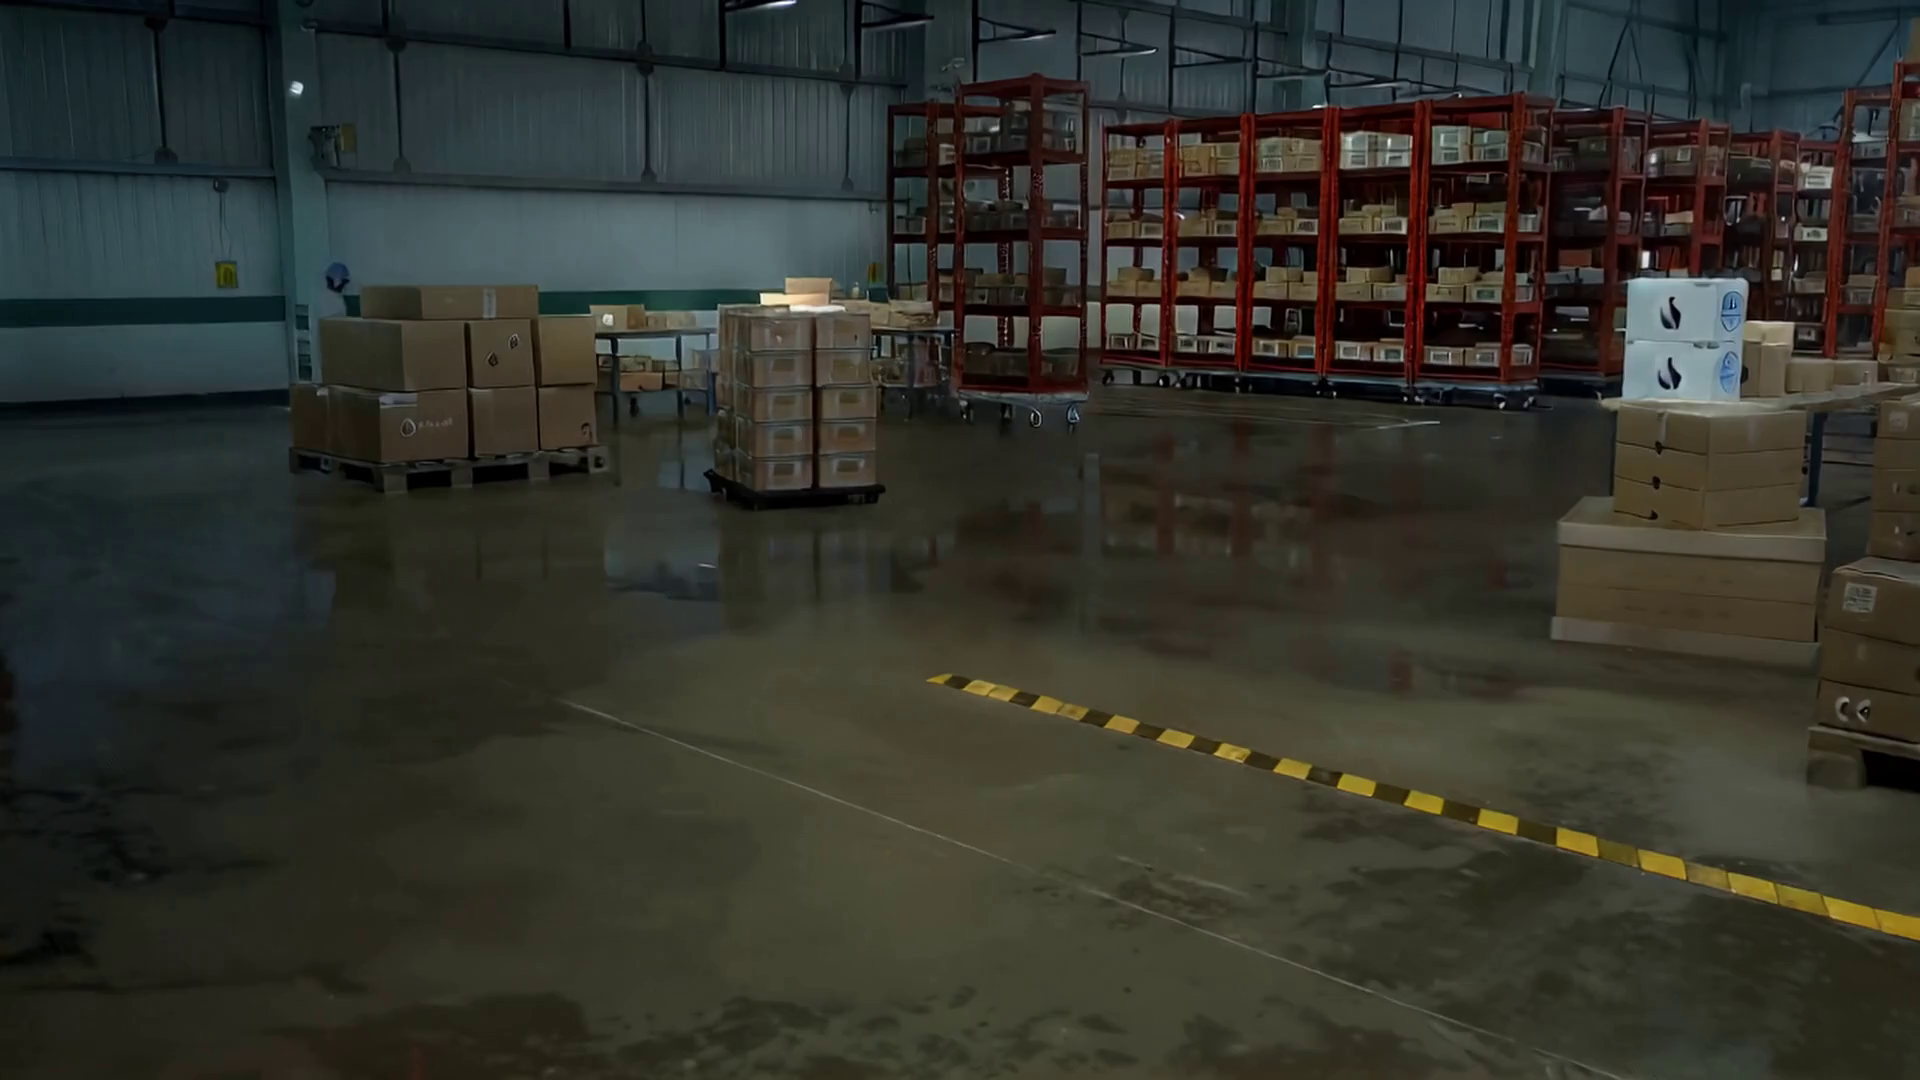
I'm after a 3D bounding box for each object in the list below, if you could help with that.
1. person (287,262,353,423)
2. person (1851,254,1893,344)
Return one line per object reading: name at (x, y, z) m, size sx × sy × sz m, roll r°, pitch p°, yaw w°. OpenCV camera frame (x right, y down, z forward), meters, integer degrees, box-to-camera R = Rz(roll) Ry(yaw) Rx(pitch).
person at (-6.484, -1.975, 16.990) m, size 0.569 × 1.712 × 0.787 m, roll 6°, pitch 11°, yaw 34°
person at (14.514, -3.622, 26.500) m, size 0.372 × 1.843 × 0.570 m, roll -6°, pitch 11°, yaw -33°
